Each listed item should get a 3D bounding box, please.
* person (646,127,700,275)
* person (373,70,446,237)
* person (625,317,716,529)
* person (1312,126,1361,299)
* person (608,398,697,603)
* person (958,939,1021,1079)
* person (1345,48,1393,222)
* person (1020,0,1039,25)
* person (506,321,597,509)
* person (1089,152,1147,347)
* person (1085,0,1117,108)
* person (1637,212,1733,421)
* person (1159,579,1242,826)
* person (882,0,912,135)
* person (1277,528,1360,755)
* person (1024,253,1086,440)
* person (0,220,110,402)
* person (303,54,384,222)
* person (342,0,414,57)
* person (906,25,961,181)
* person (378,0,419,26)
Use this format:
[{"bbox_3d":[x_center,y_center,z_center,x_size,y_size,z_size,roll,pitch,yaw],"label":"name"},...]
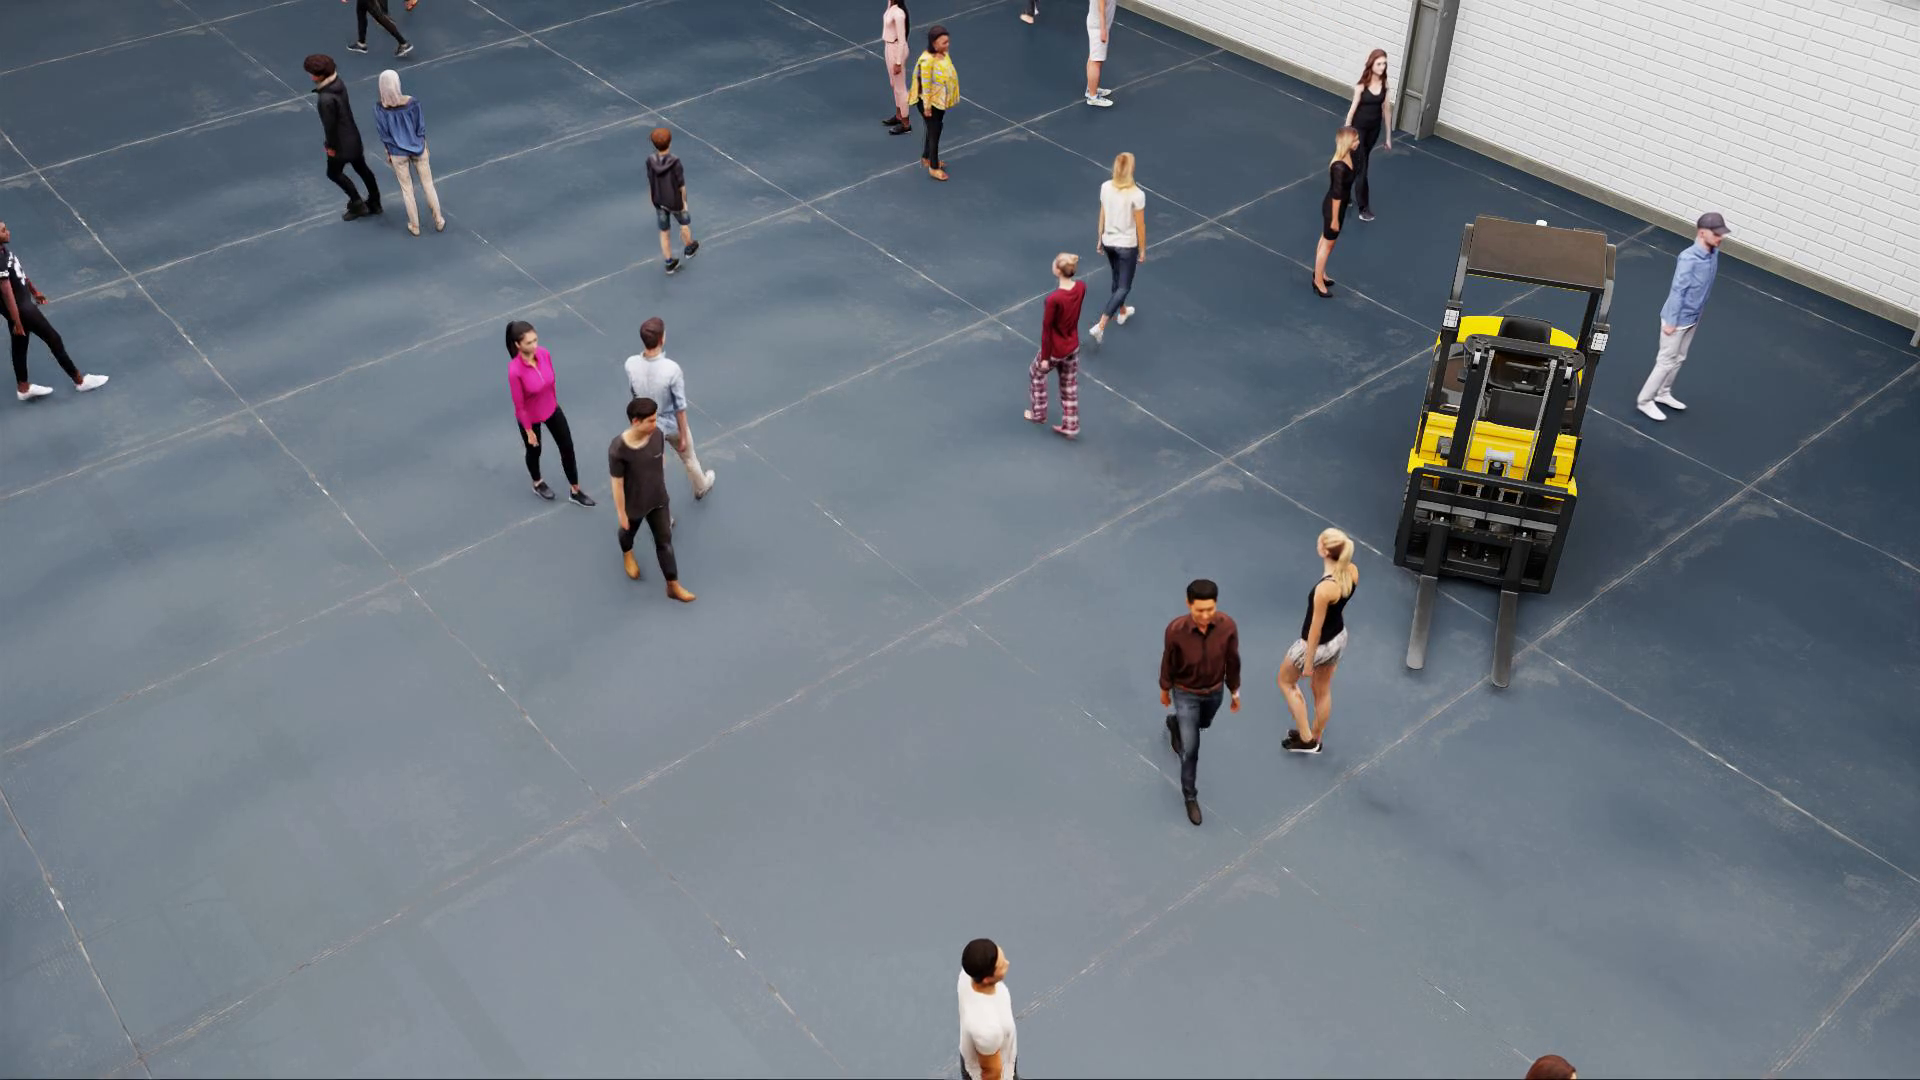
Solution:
[{"bbox_3d":[-2.812,-3.225,15.940,0.825,1.430,0.856,8,39,10],"label":"person"},{"bbox_3d":[-5.477,-3.841,16.504,0.680,1.698,0.665,-15,41,-18],"label":"person"},{"bbox_3d":[-2.303,-0.794,12.587,1.107,1.815,1.102,8,39,9],"label":"person"},{"bbox_3d":[3.510,-3.088,15.572,0.627,1.675,0.613,11,40,14],"label":"person"},{"bbox_3d":[-2.370,-0.348,12.152,0.687,1.661,1.081,-23,44,-26],"label":"person"},{"bbox_3d":[0.045,2.625,8.341,1.077,1.782,1.123,-4,39,-5],"label":"person"},{"bbox_3d":[4.058,-4.182,16.905,0.797,1.721,1.043,-15,41,-18],"label":"person"},{"bbox_3d":[0.942,-7.349,20.837,0.625,1.763,0.594,-28,46,-31],"label":"person"},{"bbox_3d":[-3.348,-0.999,12.962,0.881,1.677,0.685,28,46,30],"label":"person"},{"bbox_3d":[1.388,-2.574,14.843,1.118,1.782,0.861,24,44,27],"label":"person"},{"bbox_3d":[1.585,-5.895,18.946,0.823,1.850,0.753,2,39,2],"label":"person"},{"bbox_3d":[6.047,-1.897,13.912,0.646,1.886,0.575,-29,47,-31],"label":"person"},{"bbox_3d":[1.484,0.892,10.527,0.982,1.751,1.205,-8,39,-10],"label":"person"},{"bbox_3d":[-0.700,-5.347,18.364,0.756,1.720,0.615,-9,39,-11],"label":"person"},{"bbox_3d":[2.396,0.703,10.698,0.579,1.834,0.595,-29,47,-31],"label":"person"},{"bbox_3d":[0.876,-1.564,13.657,0.662,1.683,0.777,-29,47,-31],"label":"person"},{"bbox_3d":[-8.064,-1.922,14.087,0.774,1.706,0.928,-23,44,-26],"label":"person"},{"bbox_3d":[-6.105,-4.002,16.654,0.822,1.751,0.751,3,39,3],"label":"person"},{"bbox_3d":[-7.070,-6.586,20.010,1.128,1.603,1.032,4,39,5],"label":"person"},{"bbox_3d":[-0.297,-4.641,17.537,0.898,1.649,0.853,13,40,15],"label":"person"},{"bbox_3d":[-7.212,-7.272,20.732,1.147,1.773,1.212,3,39,3],"label":"person"}]
